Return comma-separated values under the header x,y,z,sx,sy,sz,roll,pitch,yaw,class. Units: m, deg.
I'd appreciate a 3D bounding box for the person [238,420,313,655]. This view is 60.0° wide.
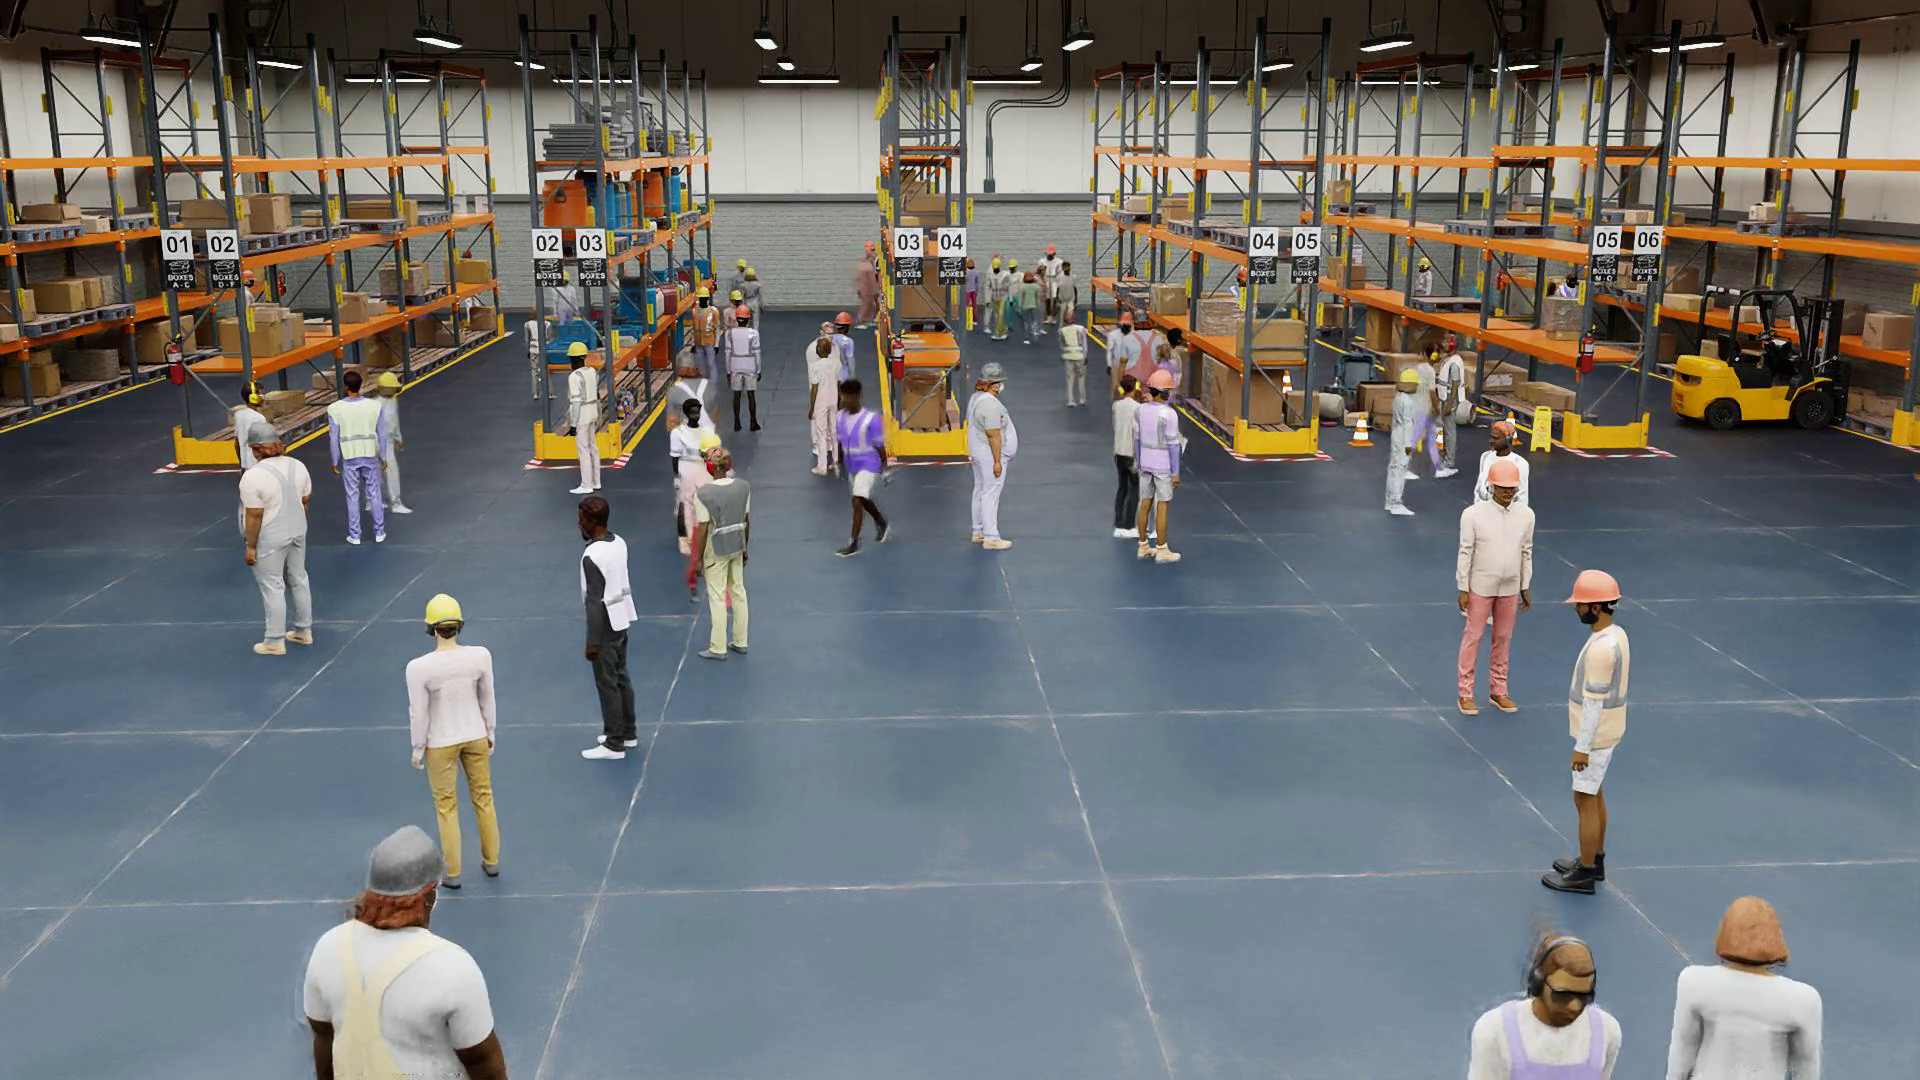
x,y,z,sx,sy,sz,roll,pitch,yaw,class
-5.971,-0.033,14.409,0.537,2.000,0.679,5,14,22,person

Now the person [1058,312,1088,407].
x,y,z,sx,sy,sz,roll,pitch,yaw,class
1.938,-3.074,28.229,0.573,1.590,0.712,4,14,18,person

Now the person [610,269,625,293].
x,y,z,sx,sy,sz,roll,pitch,yaw,class
-7.402,-5.082,36.515,0.364,1.711,0.685,-13,18,-43,person

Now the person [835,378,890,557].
x,y,z,sx,sy,sz,roll,pitch,yaw,class
-1.024,-0.827,18.030,0.609,1.921,0.944,11,17,38,person

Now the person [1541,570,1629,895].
x,y,z,sx,sy,sz,roll,pitch,yaw,class
3.698,1.121,9.784,0.389,1.923,0.546,7,15,27,person

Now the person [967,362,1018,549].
x,y,z,sx,sy,sz,roll,pitch,yaw,class
0.365,-0.936,18.234,0.537,2.000,0.689,-4,14,-18,person

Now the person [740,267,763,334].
x,y,z,sx,sy,sz,roll,pitch,yaw,class
-4.625,-5.173,36.869,0.501,1.715,0.738,-2,13,-7,person

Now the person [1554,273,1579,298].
x,y,z,sx,sy,sz,roll,pitch,yaw,class
12.338,-4.495,33.734,0.621,1.845,0.429,-2,13,-8,person

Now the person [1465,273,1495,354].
x,y,z,sx,sy,sz,roll,pitch,yaw,class
11.136,-4.862,35.562,0.624,1.709,0.724,-4,14,-16,person

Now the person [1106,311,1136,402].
x,y,z,sx,sy,sz,roll,pitch,yaw,class
2.663,-2.889,27.193,0.570,1.725,0.739,0,13,0,person

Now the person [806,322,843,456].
x,y,z,sx,sy,sz,roll,pitch,yaw,class
-1.899,-2.153,23.692,0.405,1.902,0.636,9,16,33,person

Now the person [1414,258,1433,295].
x,y,z,sx,sy,sz,roll,pitch,yaw,class
10.692,-5.594,38.409,0.403,1.834,0.587,0,13,0,person

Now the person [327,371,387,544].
x,y,z,sx,sy,sz,roll,pitch,yaw,class
-6.636,-0.910,18.379,0.596,1.920,0.380,-7,15,-27,person

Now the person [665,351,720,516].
x,y,z,sx,sy,sz,roll,pitch,yaw,class
-3.110,-1.231,19.482,0.682,2.000,0.799,-7,15,-29,person

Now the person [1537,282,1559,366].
x,y,z,sx,sy,sz,roll,pitch,yaw,class
11.837,-4.333,33.392,0.515,1.671,0.551,5,14,22,person

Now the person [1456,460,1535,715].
x,y,z,sx,sy,sz,roll,pitch,yaw,class
4.126,0.362,12.832,0.612,1.995,0.382,-2,13,-10,person

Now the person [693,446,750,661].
x,y,z,sx,sy,sz,roll,pitch,yaw,class
-2.016,0.118,14.184,0.390,1.846,0.565,12,18,41,person

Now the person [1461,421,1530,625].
x,y,z,sx,sy,sz,roll,pitch,yaw,class
4.938,-0.165,15.301,0.345,1.882,0.584,-7,15,-27,person

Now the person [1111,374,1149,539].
x,y,z,sx,sy,sz,roll,pitch,yaw,class
1.887,-0.943,18.715,0.460,1.830,0.594,-10,17,-37,person

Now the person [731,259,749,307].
x,y,z,sx,sy,sz,roll,pitch,yaw,class
-5.108,-5.712,39.077,0.547,1.747,0.399,-11,17,-39,person

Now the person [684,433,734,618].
x,y,z,sx,sy,sz,roll,pitch,yaw,class
-2.385,-0.172,15.684,0.538,1.735,0.855,-8,16,-31,person

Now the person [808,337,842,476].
x,y,z,sx,sy,sz,roll,pitch,yaw,class
-1.799,-1.786,22.254,0.514,1.844,0.328,-11,17,-38,person

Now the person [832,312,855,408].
x,y,z,sx,sy,sz,roll,pitch,yaw,class
-1.740,-2.424,24.783,0.546,1.928,0.384,12,18,41,person

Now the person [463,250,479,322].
x,y,z,sx,sy,sz,roll,pitch,yaw,class
-11.929,-6.106,40.475,0.355,1.883,0.573,9,16,34,person

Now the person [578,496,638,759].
x,y,z,sx,sy,sz,roll,pitch,yaw,class
-2.521,0.623,11.921,0.391,1.911,0.584,1,13,6,person

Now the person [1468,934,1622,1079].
x,y,z,sx,sy,sz,roll,pitch,yaw,class
1.962,2.158,5.696,0.520,1.786,1.018,1,13,2,person

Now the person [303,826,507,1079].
x,y,z,sx,sy,sz,roll,pitch,yaw,class
-1.907,1.947,6.019,0.704,2.000,1.030,6,15,24,person

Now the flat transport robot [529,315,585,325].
x,y,z,sx,sy,sz,roll,pitch,yaw,class
-9.860,-5.386,40.876,1.431,0.197,0.652,7,15,26,flat transport robot

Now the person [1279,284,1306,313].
x,y,z,sx,sy,sz,roll,pitch,yaw,class
8.902,-6.822,44.127,0.764,1.588,0.512,9,16,34,person

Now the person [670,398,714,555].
x,y,z,sx,sy,sz,roll,pitch,yaw,class
-2.863,-0.690,17.927,0.540,1.695,0.317,-10,17,-38,person

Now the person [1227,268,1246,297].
x,y,z,sx,sy,sz,roll,pitch,yaw,class
5.449,-4.238,32.237,0.605,2.036,0.383,-6,14,-22,person
